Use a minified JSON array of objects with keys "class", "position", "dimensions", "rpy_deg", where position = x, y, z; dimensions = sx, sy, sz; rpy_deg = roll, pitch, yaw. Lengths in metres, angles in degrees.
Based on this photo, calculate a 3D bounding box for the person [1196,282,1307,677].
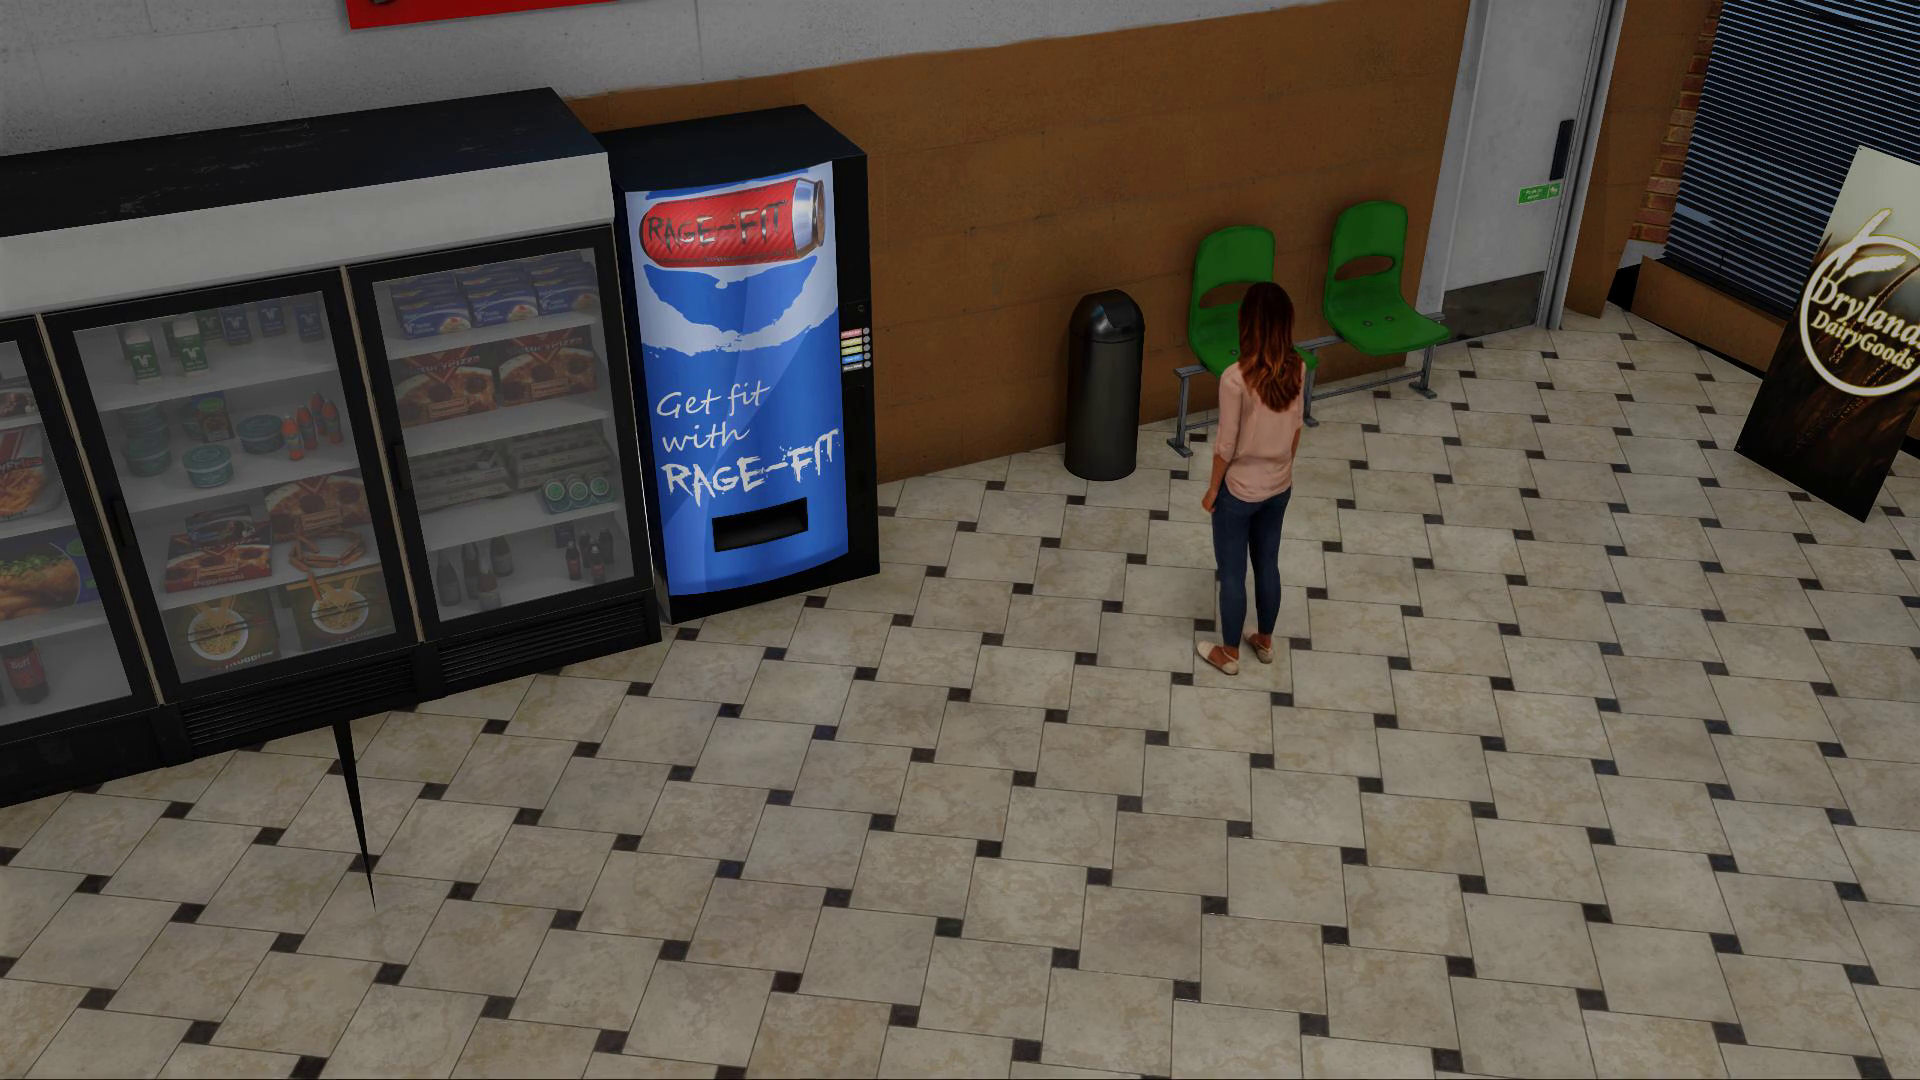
[{"class":"person","position":[1.231,-0.228,6.981],"dimensions":[0.590,1.790,0.509],"rpy_deg":[-15,35,-22]}]
